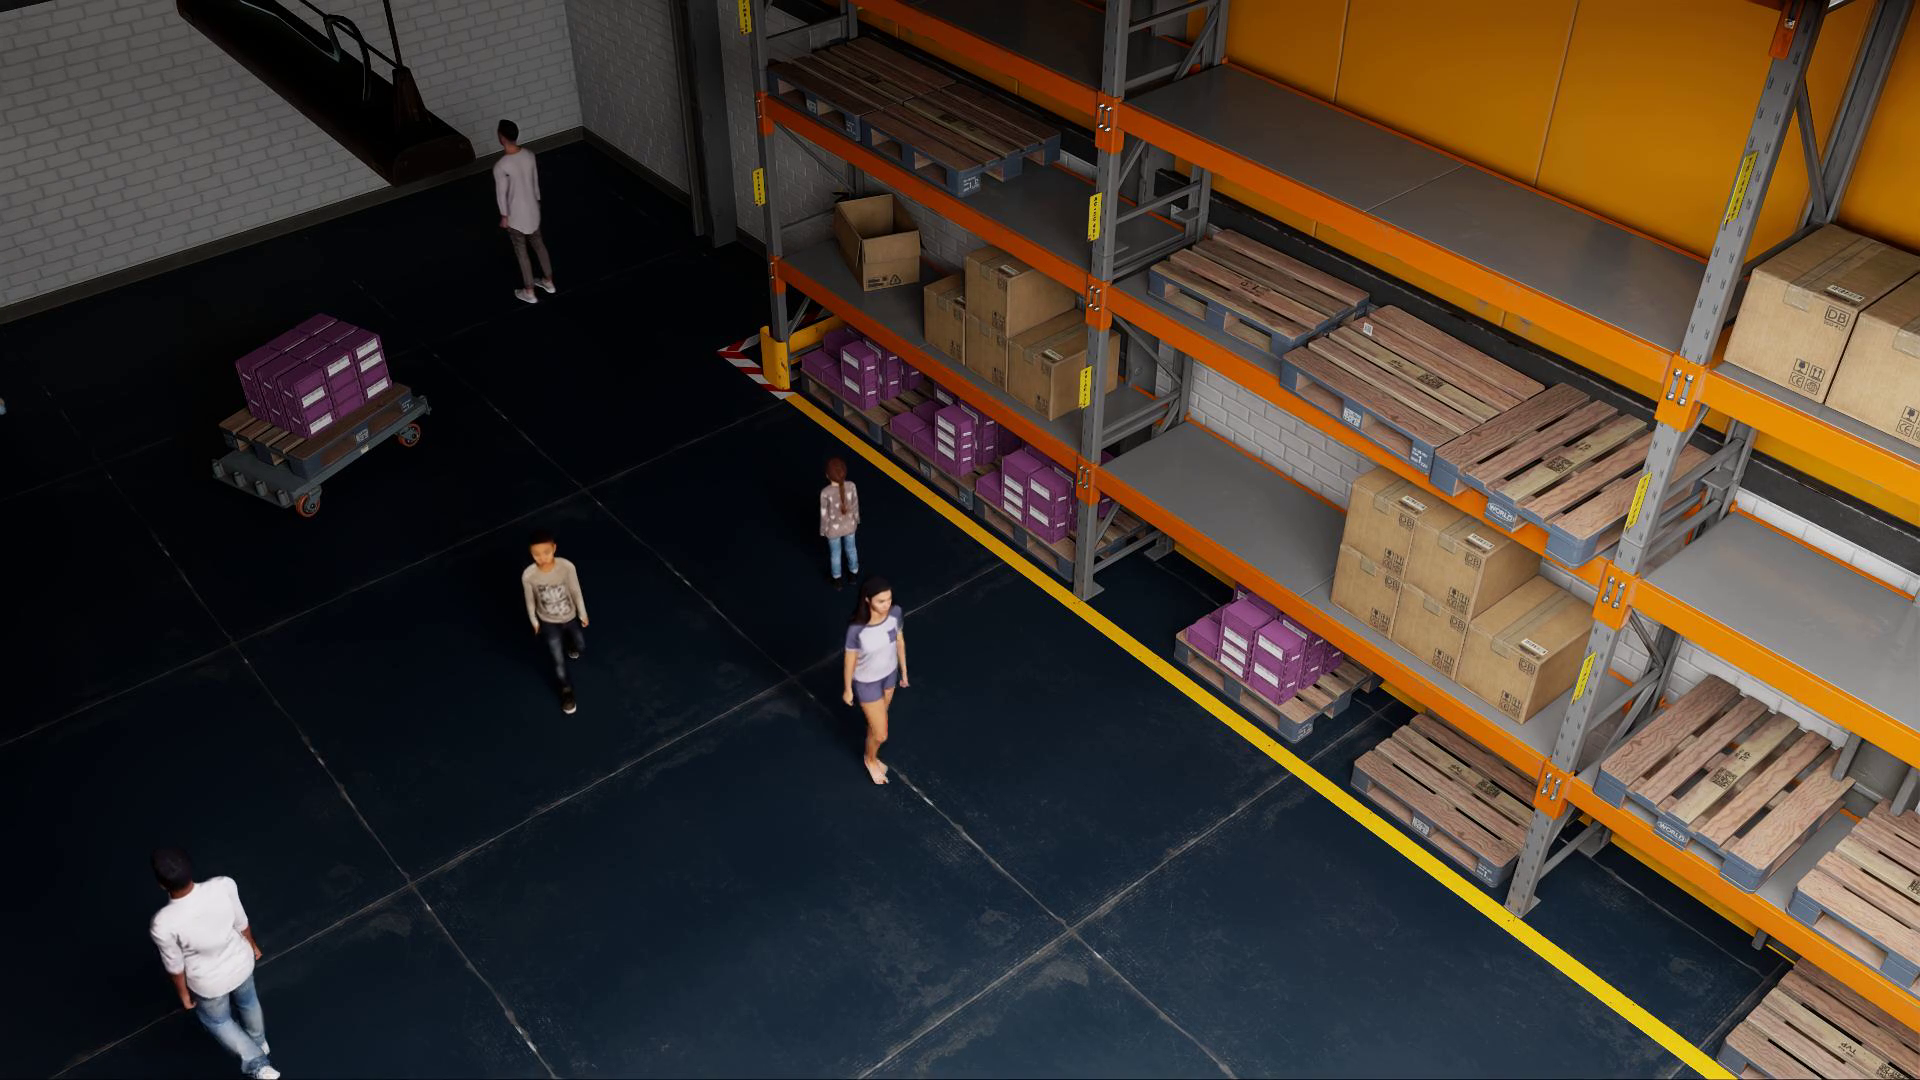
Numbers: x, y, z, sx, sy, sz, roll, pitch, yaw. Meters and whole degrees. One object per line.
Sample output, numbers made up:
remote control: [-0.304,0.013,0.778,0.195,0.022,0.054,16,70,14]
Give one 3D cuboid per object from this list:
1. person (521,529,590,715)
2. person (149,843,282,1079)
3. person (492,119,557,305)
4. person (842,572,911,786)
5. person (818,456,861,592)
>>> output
person: [-2.825,0.494,11.696,0.720,1.446,0.944,-14,41,-16]
person: [-4.014,2.362,9.076,1.002,1.797,0.733,29,47,31]
person: [-4.203,-3.162,15.960,0.674,1.838,0.723,21,43,24]
person: [-0.614,0.866,11.014,0.605,1.717,0.580,-28,46,-30]
person: [-0.917,-0.128,12.677,0.526,1.194,0.512,-18,42,-21]
